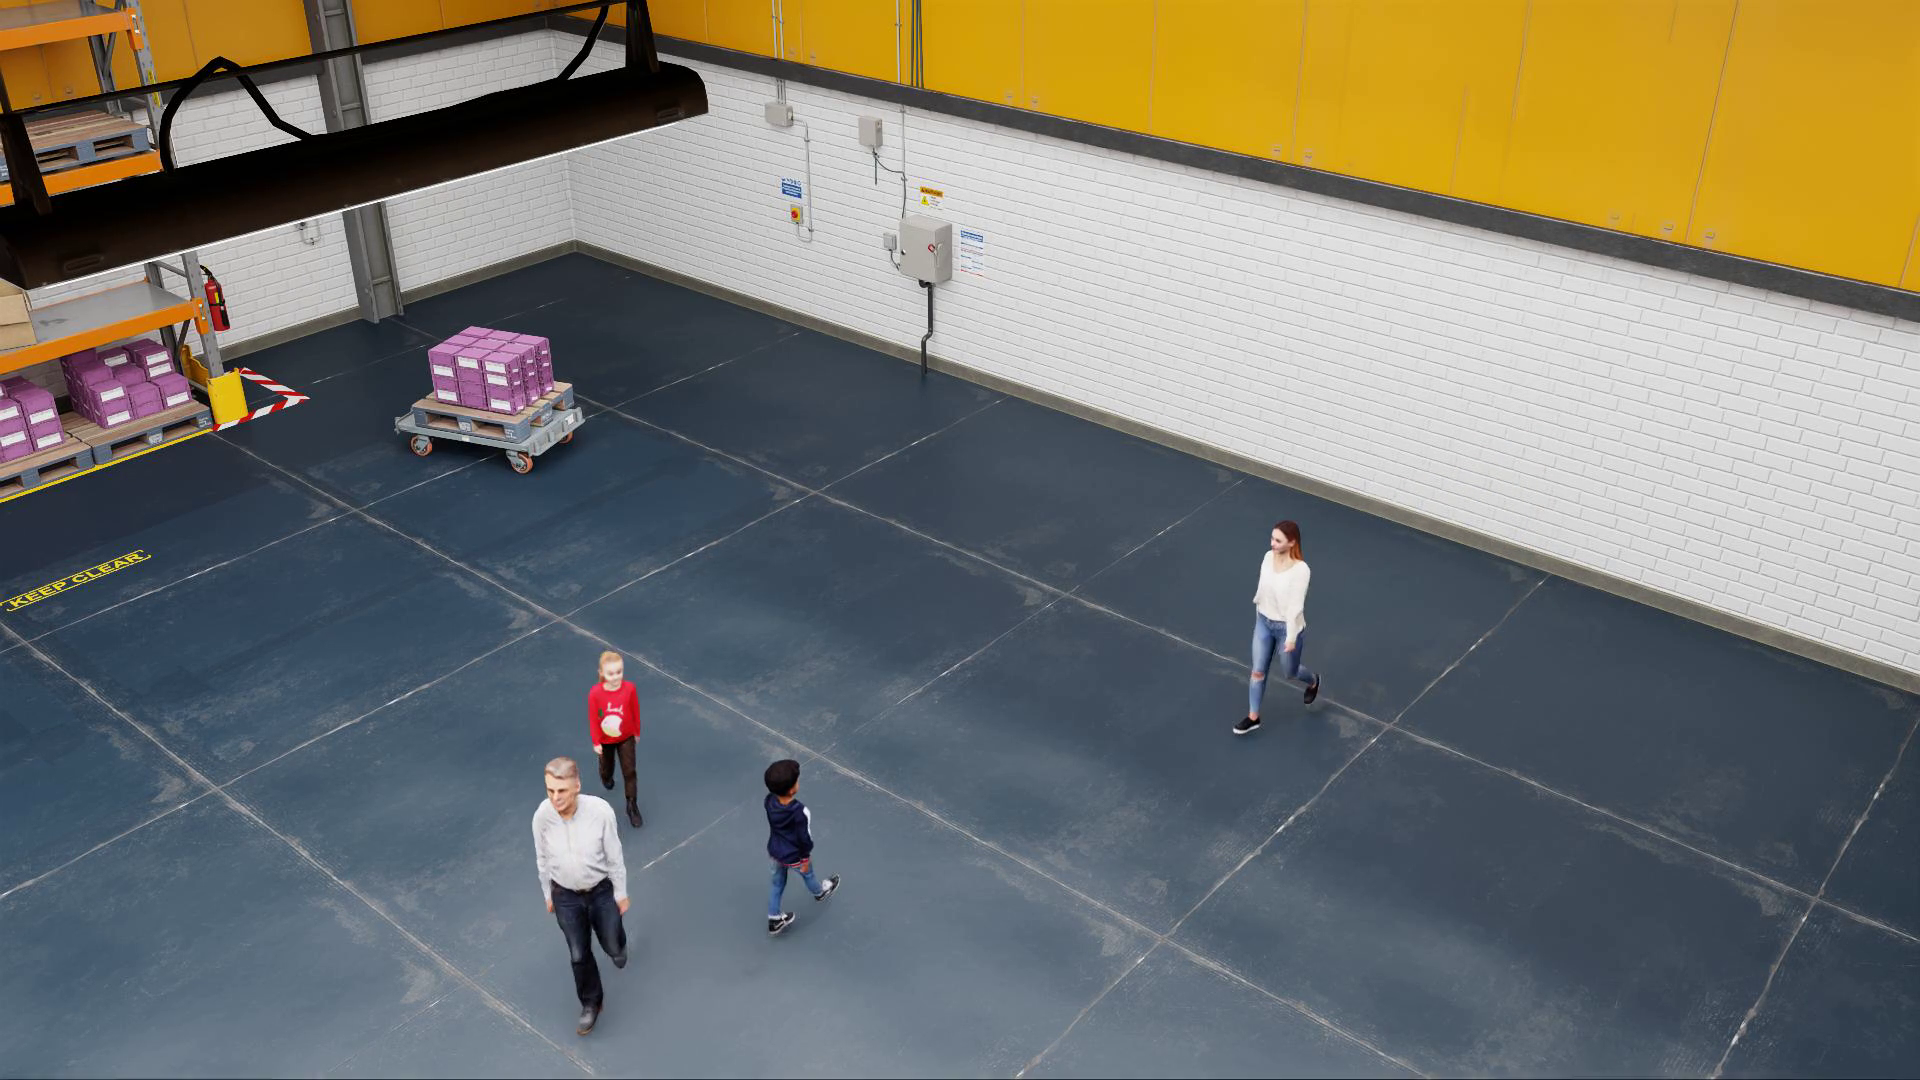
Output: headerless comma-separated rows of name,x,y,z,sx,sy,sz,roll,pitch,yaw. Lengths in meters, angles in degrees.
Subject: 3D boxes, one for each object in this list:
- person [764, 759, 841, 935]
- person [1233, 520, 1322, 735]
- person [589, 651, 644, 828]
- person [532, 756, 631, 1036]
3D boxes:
person,-1.085,1.896,10.155,0.568,1.195,0.803,19,34,31
person,2.356,0.622,11.990,1.063,1.675,0.744,-20,34,-32
person,-2.332,1.293,11.184,0.805,1.268,0.780,-10,30,-18
person,-2.109,1.930,9.454,0.955,1.807,1.035,0,29,0
